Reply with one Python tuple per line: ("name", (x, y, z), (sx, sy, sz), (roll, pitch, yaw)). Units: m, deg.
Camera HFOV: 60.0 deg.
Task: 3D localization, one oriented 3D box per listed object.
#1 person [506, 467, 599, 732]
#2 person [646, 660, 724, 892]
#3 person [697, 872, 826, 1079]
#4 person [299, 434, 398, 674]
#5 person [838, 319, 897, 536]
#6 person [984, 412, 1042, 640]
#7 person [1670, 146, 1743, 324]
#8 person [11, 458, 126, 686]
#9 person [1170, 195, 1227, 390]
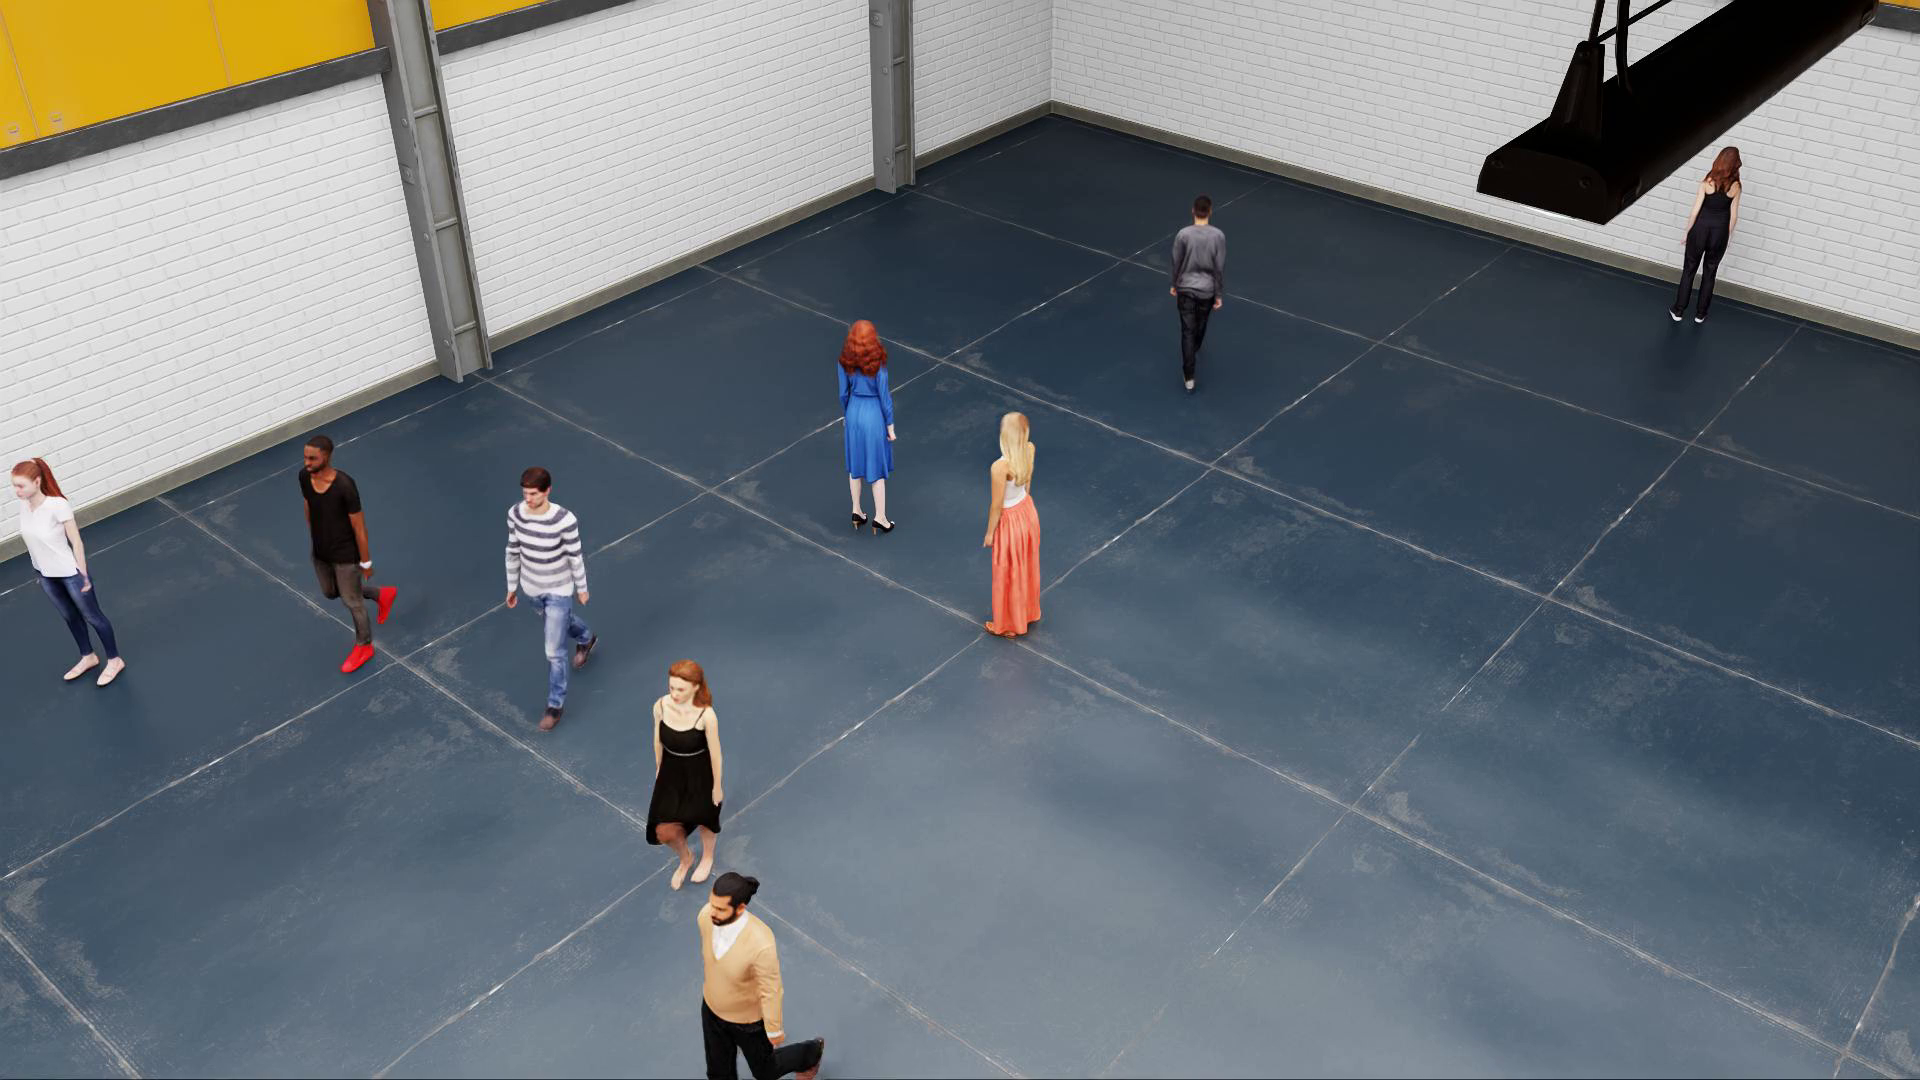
("person", (-2.699, 0.269, 11.119), (0.922, 1.806, 1.285), (12, 35, 17))
("person", (-1.542, 1.318, 9.714), (0.713, 1.614, 0.747), (8, 34, 12))
("person", (-1.022, 2.266, 8.179), (0.659, 1.735, 1.026), (24, 40, 31))
("person", (-4.226, 0.024, 11.500), (0.769, 1.792, 0.970), (16, 37, 23))
("person", (-0.721, -0.857, 12.791), (0.649, 1.830, 0.617), (18, 38, 25))
("person", (0.377, -0.109, 11.691), (0.693, 1.802, 0.527), (21, 39, 29))
("person", (7.200, -2.940, 16.001), (0.667, 1.747, 0.650), (9, 35, 13))
("person", (-6.066, 0.203, 11.279), (0.633, 1.739, 0.641), (10, 35, 15))
("person", (2.115, -2.186, 14.891), (1.048, 1.718, 1.208), (3, 34, 4))
